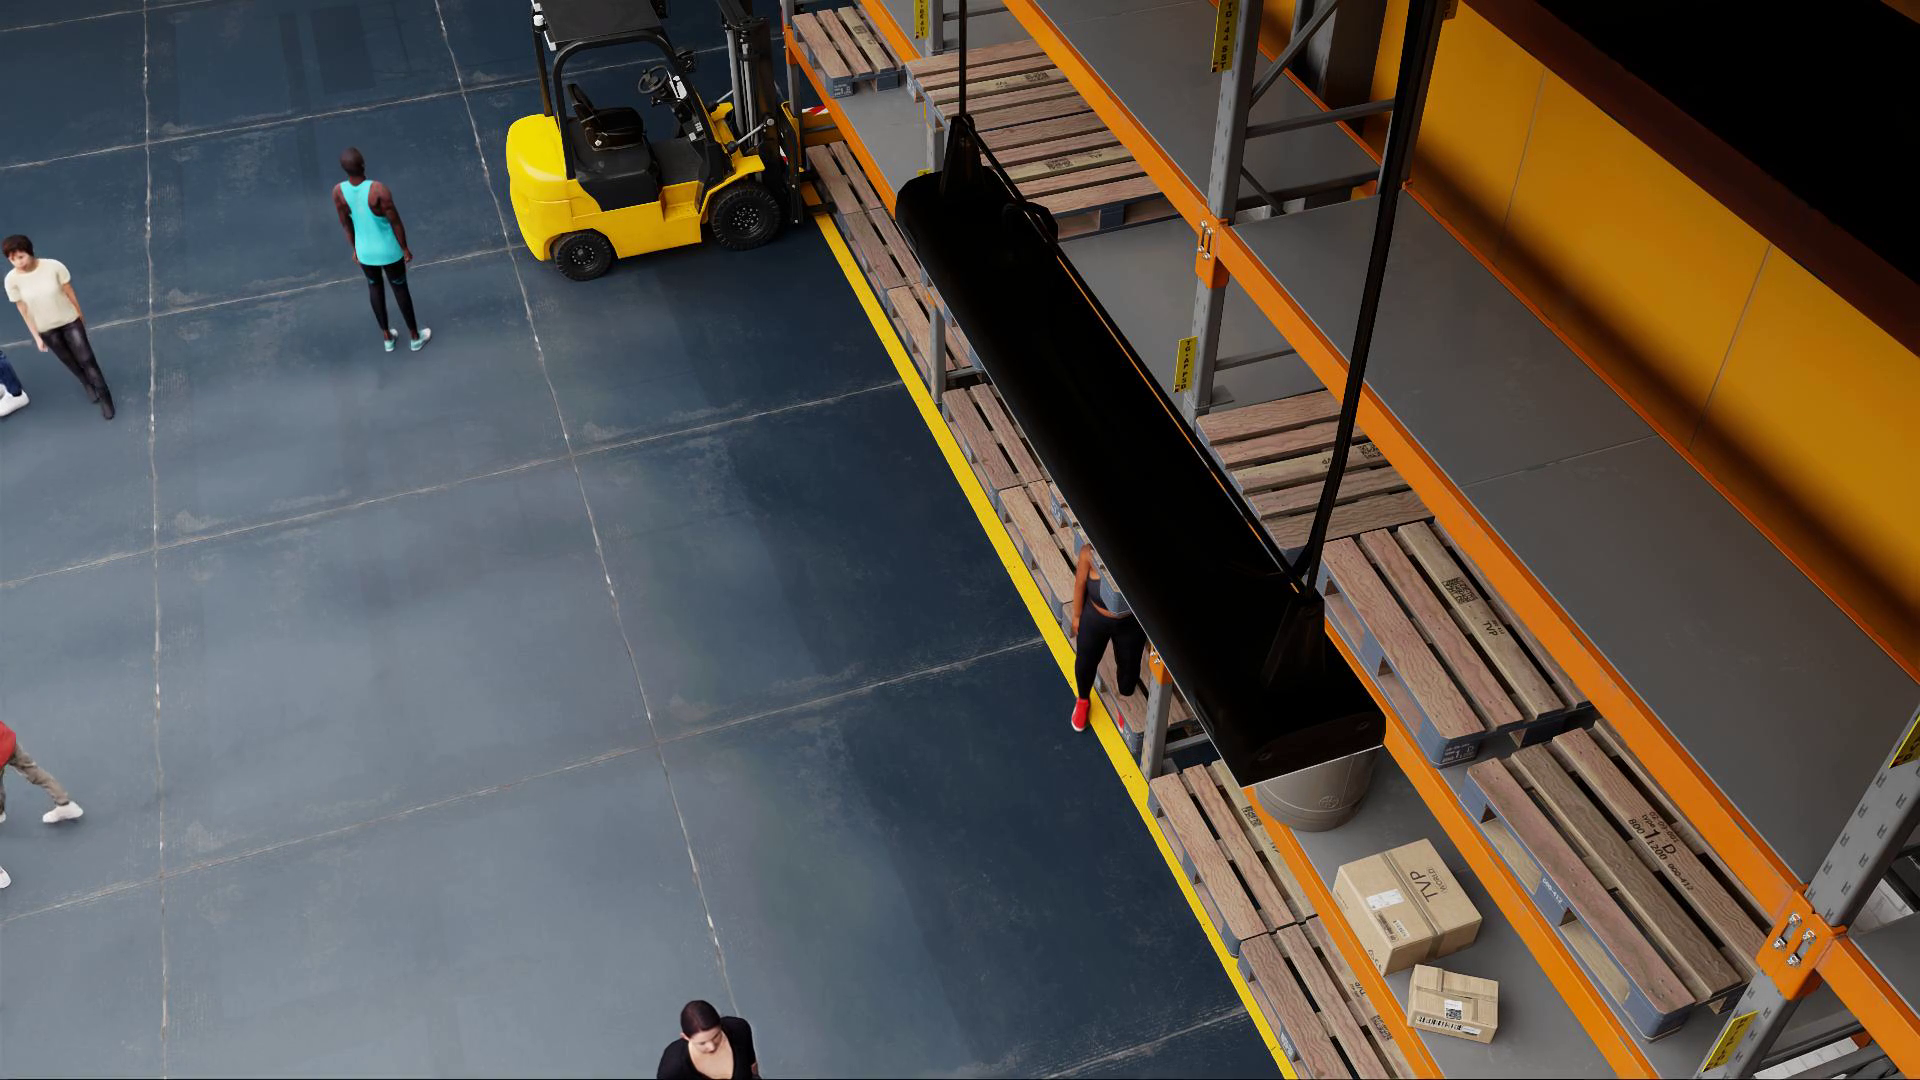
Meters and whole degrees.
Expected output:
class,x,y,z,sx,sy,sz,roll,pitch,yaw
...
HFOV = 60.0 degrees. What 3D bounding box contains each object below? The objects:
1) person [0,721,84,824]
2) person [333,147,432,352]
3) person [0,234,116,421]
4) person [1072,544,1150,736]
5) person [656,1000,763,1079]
class,x,y,z,sx,sy,sz,roll,pitch,yaw
person,-5.580,1.214,9.743,0.767,1.381,0.914,-3,44,-4
person,-4.586,-2.278,13.097,0.685,1.810,0.645,1,44,1
person,-6.873,-1.680,12.643,0.633,1.570,0.801,-20,47,-20
person,0.938,0.475,10.202,0.754,1.816,0.758,3,44,3
person,-1.165,2.698,7.910,0.742,1.760,0.728,-29,51,-27
